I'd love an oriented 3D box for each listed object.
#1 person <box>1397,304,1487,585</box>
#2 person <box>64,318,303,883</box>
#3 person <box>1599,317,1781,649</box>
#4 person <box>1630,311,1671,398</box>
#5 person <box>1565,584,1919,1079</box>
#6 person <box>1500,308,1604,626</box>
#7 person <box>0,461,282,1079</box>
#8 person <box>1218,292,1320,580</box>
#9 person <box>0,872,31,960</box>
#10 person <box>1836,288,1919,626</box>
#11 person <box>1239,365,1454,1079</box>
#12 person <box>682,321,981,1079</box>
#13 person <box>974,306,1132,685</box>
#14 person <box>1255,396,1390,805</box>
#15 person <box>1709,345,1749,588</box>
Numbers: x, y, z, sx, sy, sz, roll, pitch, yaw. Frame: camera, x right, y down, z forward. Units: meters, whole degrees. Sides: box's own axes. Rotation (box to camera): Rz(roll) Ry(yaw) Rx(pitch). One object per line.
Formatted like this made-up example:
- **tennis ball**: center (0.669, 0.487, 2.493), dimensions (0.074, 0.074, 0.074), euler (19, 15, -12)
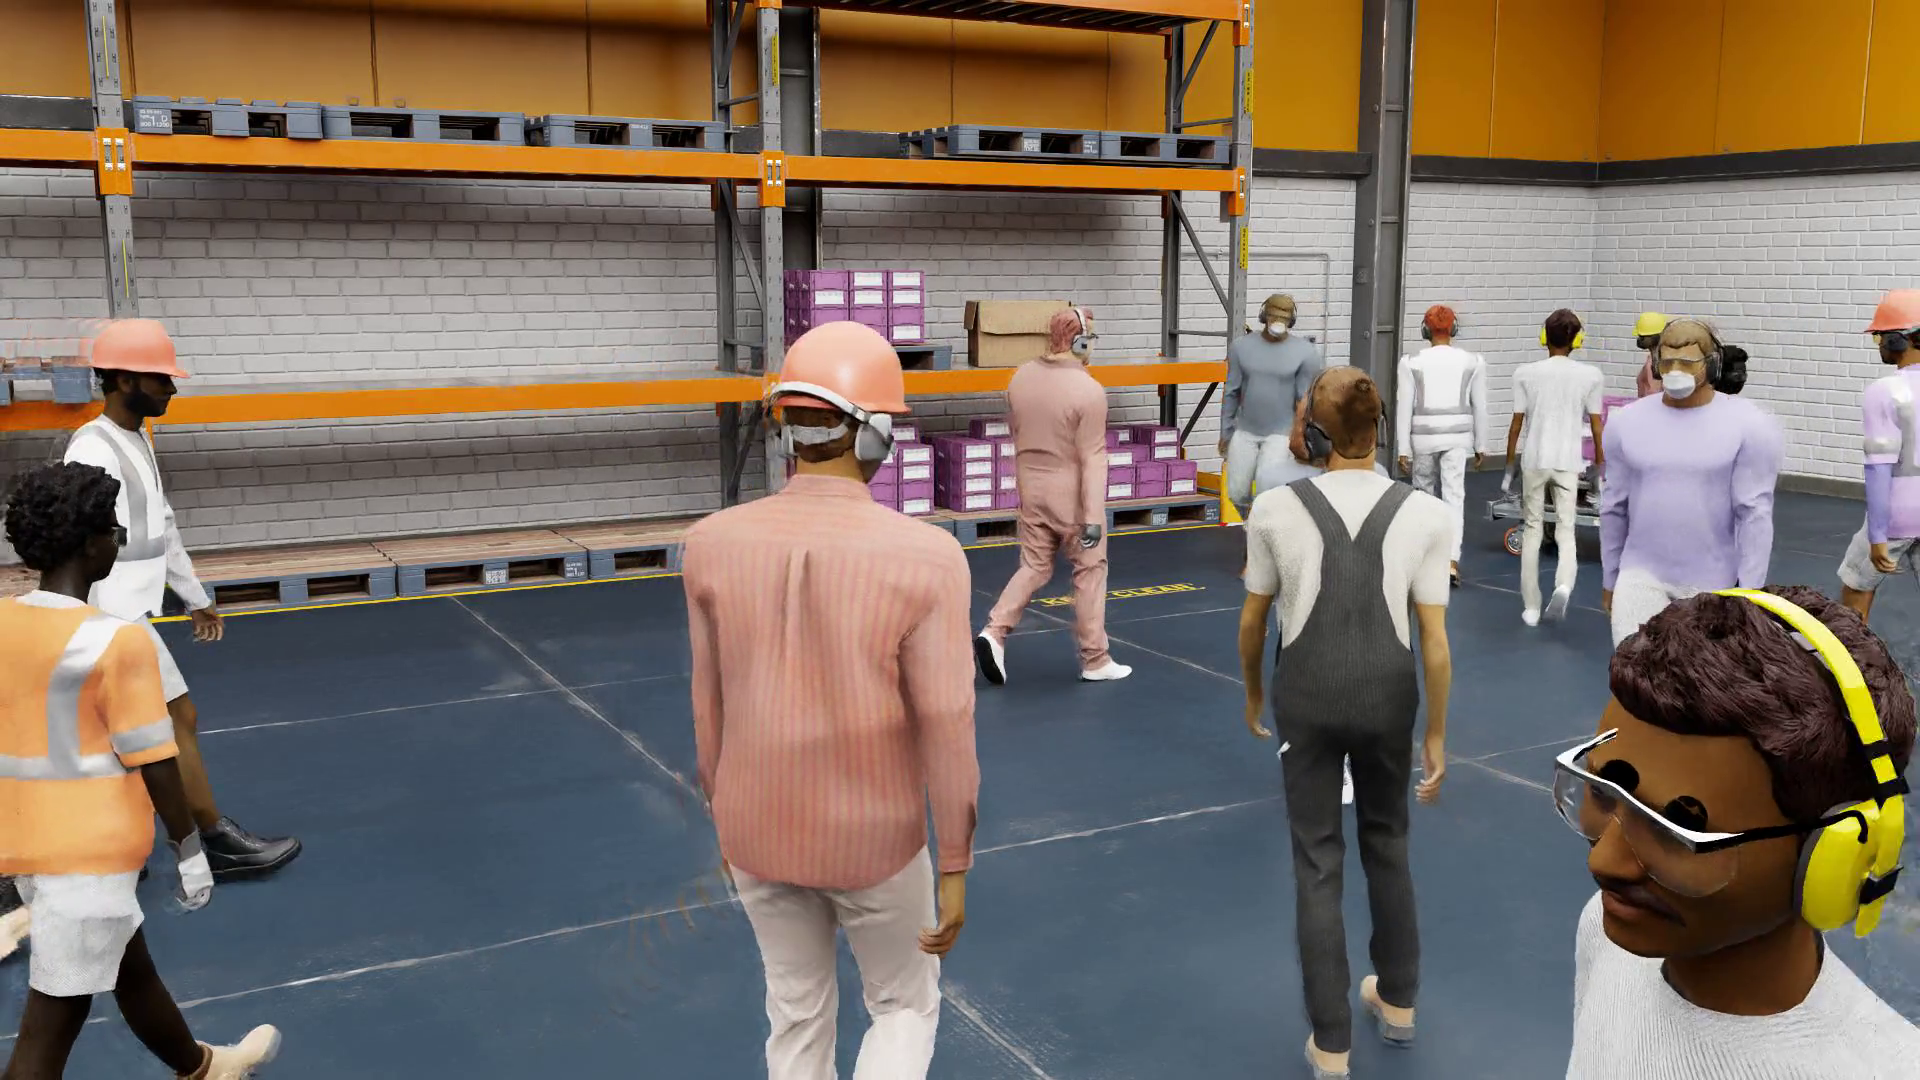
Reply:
- **person**: center (3.189, -0.639, 11.025), dimensions (0.596, 1.843, 1.005), euler (2, 9, 9)
- **person**: center (-2.658, 0.225, 5.536), dimensions (0.896, 1.894, 0.536), euler (-3, 10, -19)
- **person**: center (2.666, 0.129, 6.129), dimensions (0.628, 1.907, 0.961), euler (7, 12, 38)
- **person**: center (5.377, -0.873, 12.691), dimensions (0.646, 1.737, 0.548), euler (7, 12, 36)
- **person**: center (0.667, 0.929, 1.416), dimensions (0.642, 1.844, 0.547), euler (-1, 9, -4)
- **person**: center (3.373, -0.387, 9.458), dimensions (0.566, 1.838, 0.630), euler (3, 10, 16)
- **person**: center (-1.857, 0.650, 3.660), dimensions (0.551, 1.649, 0.872), euler (5, 11, 29)
- **person**: center (2.054, -0.686, 11.044), dimensions (0.662, 1.915, 0.510), euler (5, 11, 28)
- **person**: center (-3.109, 0.301, 4.641), dimensions (0.984, 2.000, 0.689), euler (-5, 10, -27)
- **person**: center (4.222, -0.111, 7.348), dimensions (0.617, 1.994, 1.082), euler (-2, 10, -13)
- **person**: center (0.982, 0.462, 4.320), dimensions (0.521, 1.818, 0.613), euler (1, 9, 8)
- **person**: center (-0.264, 0.576, 3.194), dimensions (0.618, 1.974, 0.588), euler (3, 10, 16)
- **person**: center (0.479, -0.201, 8.173), dimensions (0.789, 1.885, 0.668), euler (-9, 13, -44)
- **person**: center (1.351, 0.244, 6.249), dimensions (0.532, 1.617, 0.363), euler (1, 9, 8)
- **person**: center (4.170, -0.255, 9.223), dimensions (0.537, 1.640, 0.901), euler (-7, 12, -37)
